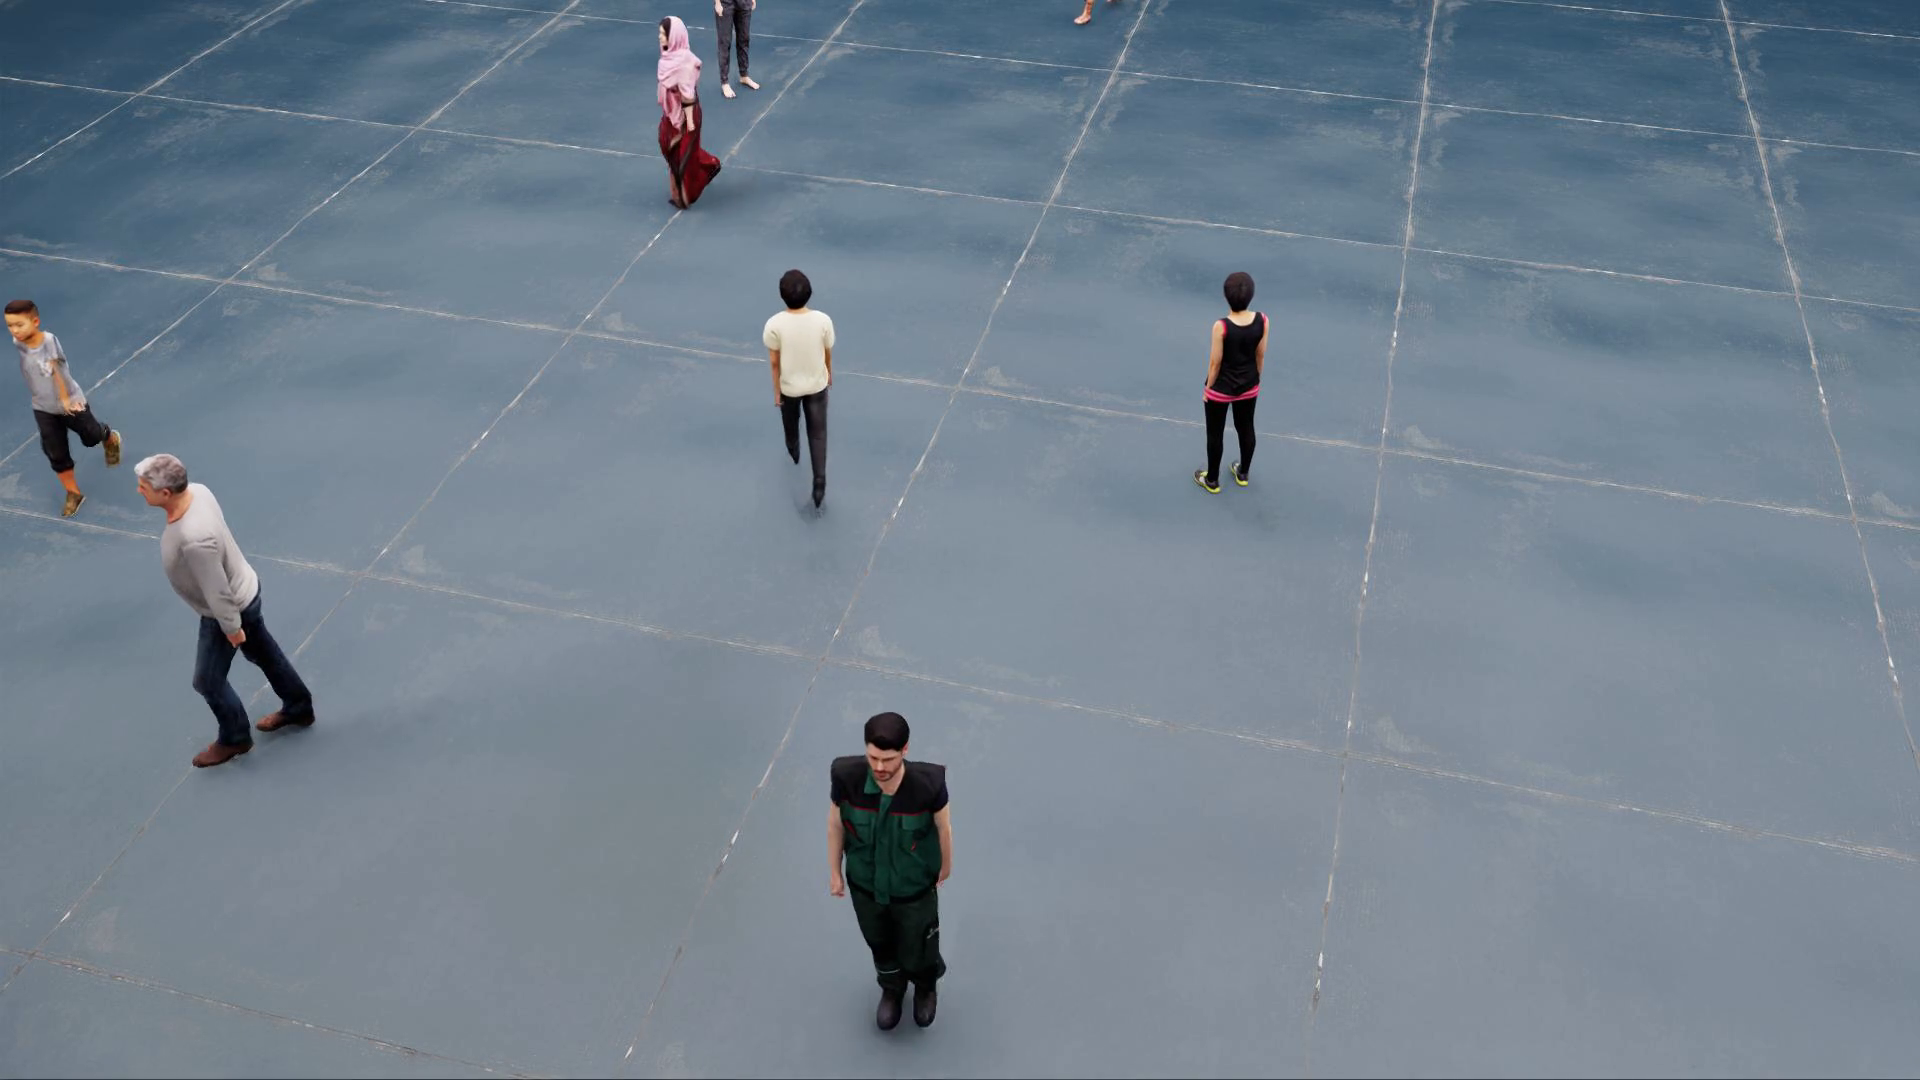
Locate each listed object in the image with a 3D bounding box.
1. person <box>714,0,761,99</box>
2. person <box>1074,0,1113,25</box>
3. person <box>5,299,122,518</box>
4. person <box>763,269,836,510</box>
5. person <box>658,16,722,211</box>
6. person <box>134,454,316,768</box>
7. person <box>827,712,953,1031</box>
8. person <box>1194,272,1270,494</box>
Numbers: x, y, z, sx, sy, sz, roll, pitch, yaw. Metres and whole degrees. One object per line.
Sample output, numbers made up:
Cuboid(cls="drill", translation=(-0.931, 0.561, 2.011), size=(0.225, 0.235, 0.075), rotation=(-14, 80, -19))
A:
Cuboid(cls="person", translation=(-2.144, -5.088, 15.628), size=(0.626, 1.765, 0.733), rotation=(-29, 47, -32))
Cuboid(cls="person", translation=(1.440, -6.222, 17.130), size=(0.905, 1.700, 1.084), rotation=(30, 47, 33))
Cuboid(cls="person", translation=(-5.736, -0.961, 10.622), size=(0.762, 1.433, 1.048), rotation=(-2, 38, -2))
Cuboid(cls="person", translation=(-0.973, -0.914, 10.472), size=(0.868, 1.544, 1.094), rotation=(-6, 38, -8))
Cuboid(cls="person", translation=(-2.243, -3.573, 13.796), size=(0.932, 1.636, 0.870), rotation=(-17, 41, -20))
Cuboid(cls="person", translation=(-3.721, 0.310, 8.633), size=(1.040, 1.882, 0.998), rotation=(-11, 39, -14))
Cuboid(cls="person", translation=(-0.277, 1.389, 7.248), size=(0.675, 1.889, 0.646), rotation=(7, 39, 9))
Cuboid(cls="person", translation=(1.739, -1.001, 10.578), size=(0.619, 1.550, 0.647), rotation=(-11, 39, -13))
